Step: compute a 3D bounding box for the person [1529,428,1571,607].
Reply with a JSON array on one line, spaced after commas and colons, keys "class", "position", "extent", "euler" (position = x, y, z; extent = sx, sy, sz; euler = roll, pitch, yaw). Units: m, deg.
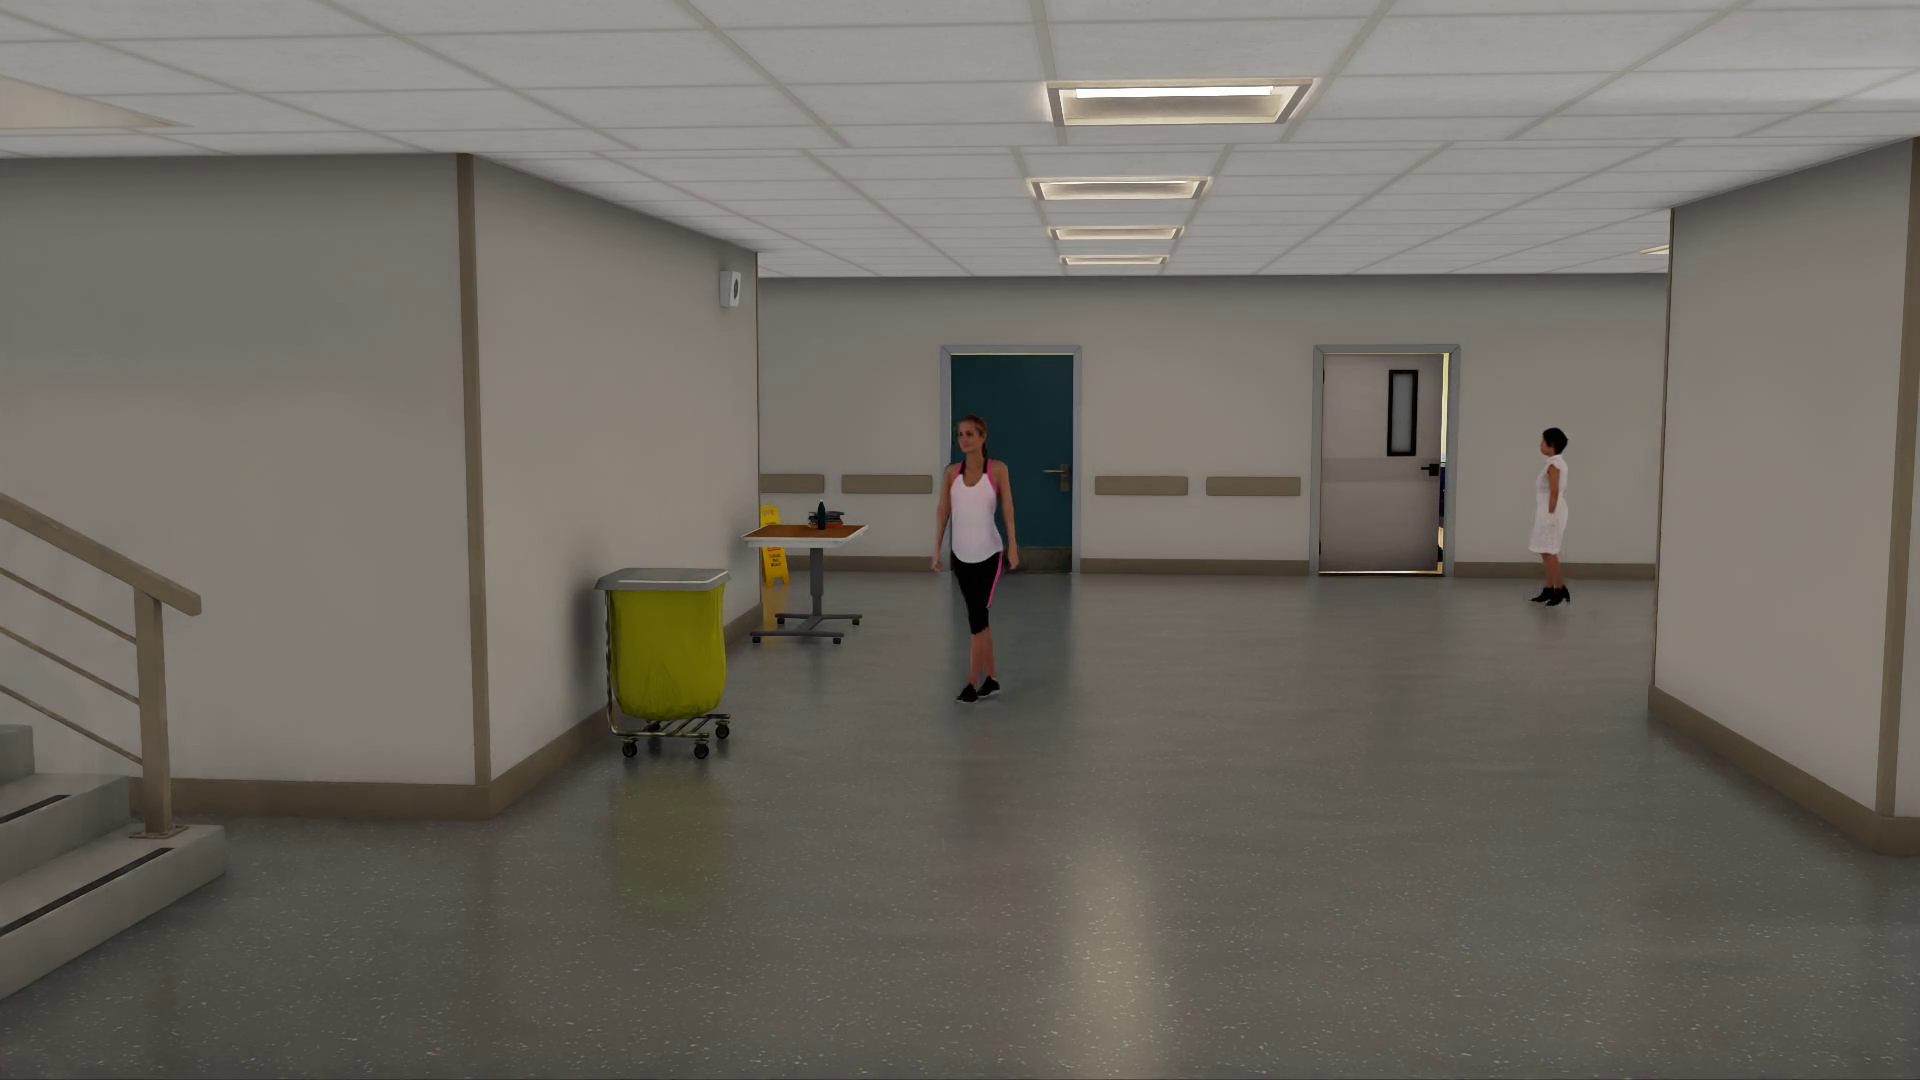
[{"class": "person", "position": [5.205, -0.205, 14.539], "extent": [0.703, 1.553, 0.673], "euler": [3, 7, 29]}]

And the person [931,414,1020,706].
[{"class": "person", "position": [0.153, 0.121, 10.253], "extent": [0.950, 1.761, 0.916], "euler": [3, 6, 27]}]
